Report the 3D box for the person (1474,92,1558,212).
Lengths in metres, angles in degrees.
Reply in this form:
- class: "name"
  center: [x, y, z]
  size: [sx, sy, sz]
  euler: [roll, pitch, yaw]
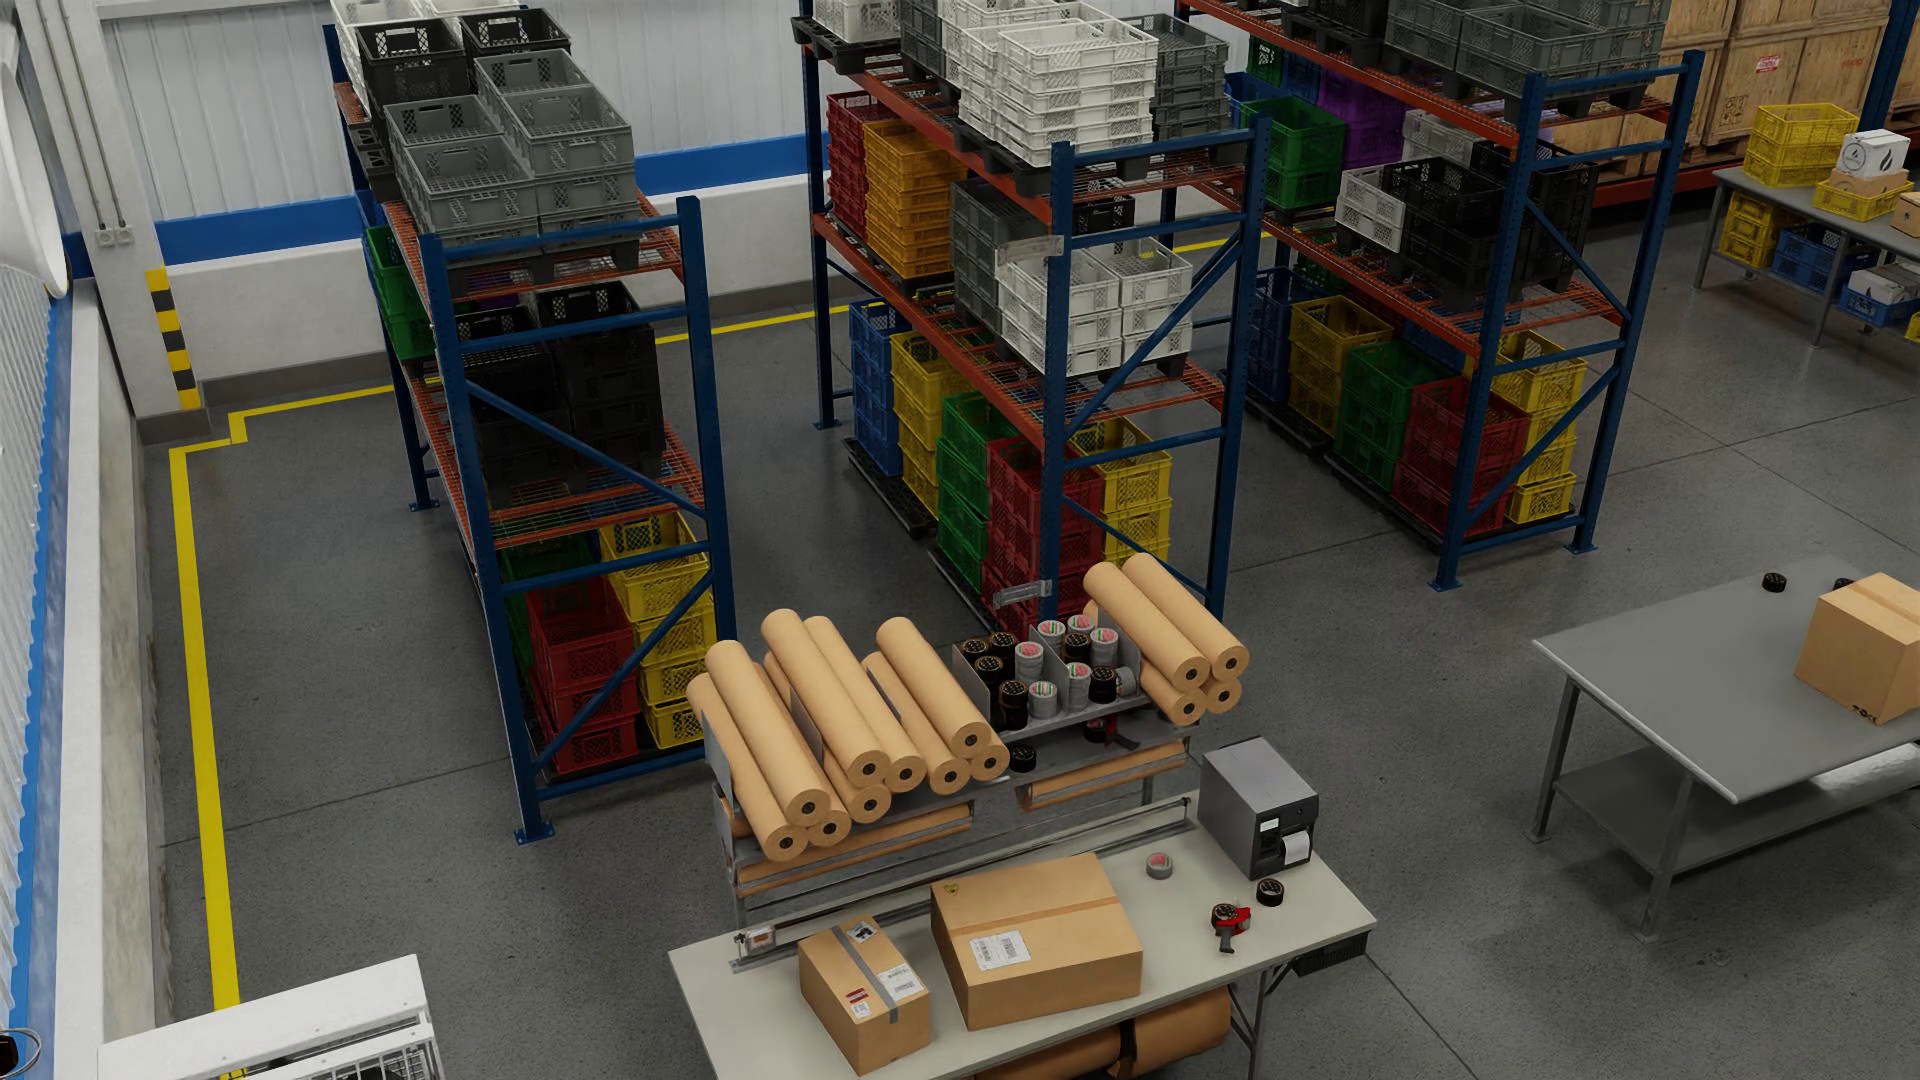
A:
- class: "person"
  center: [4.256, -2.844, 12.985]
  size: [0.629, 1.940, 0.373]
  euler: [12, 34, 19]
